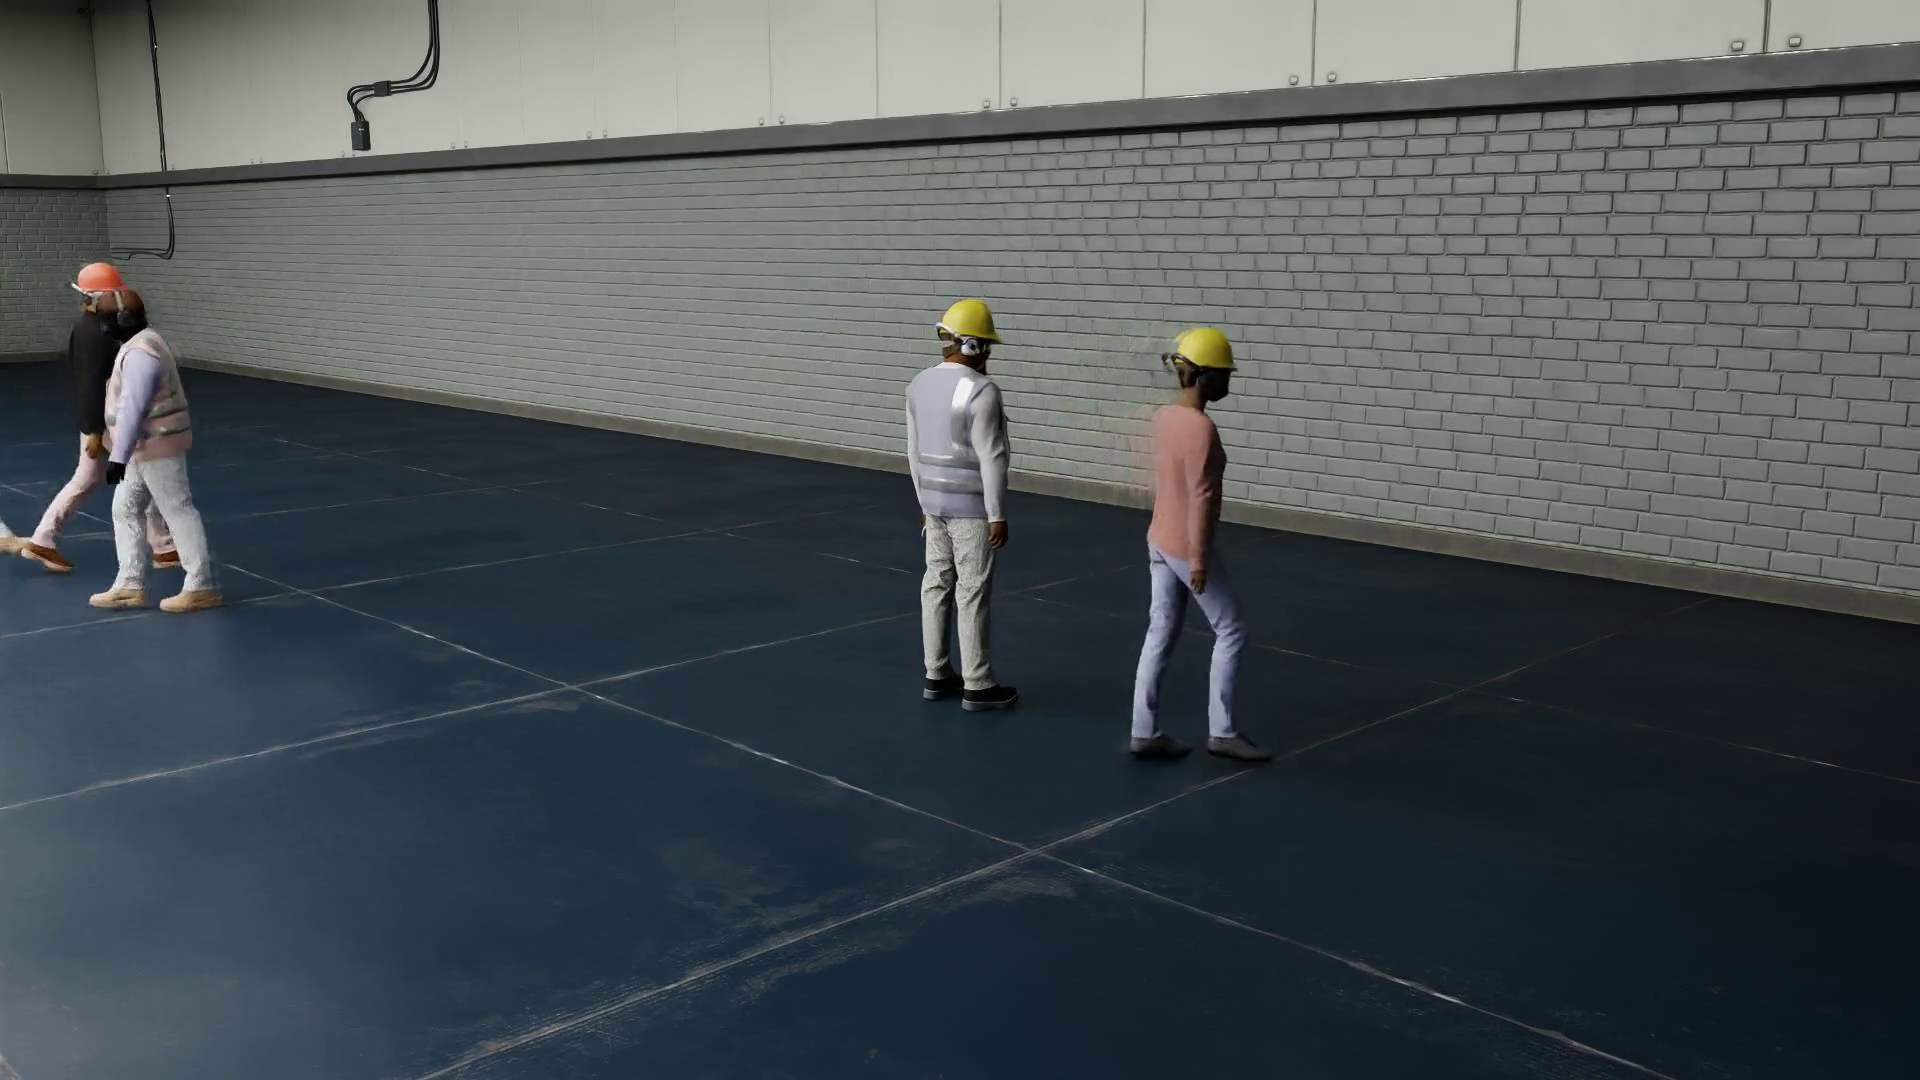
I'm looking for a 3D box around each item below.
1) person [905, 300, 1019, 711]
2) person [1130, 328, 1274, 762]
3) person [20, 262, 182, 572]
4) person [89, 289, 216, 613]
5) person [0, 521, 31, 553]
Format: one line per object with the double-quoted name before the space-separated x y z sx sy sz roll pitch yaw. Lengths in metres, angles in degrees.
"person" 0.021 -0.160 7.494 0.403 1.823 0.586 -9 13 -39
"person" 0.996 0.030 6.657 0.675 1.741 0.541 -2 11 -10
"person" -5.431 -0.764 10.463 1.015 1.952 0.610 -7 13 -34
"person" -4.608 -0.484 9.288 0.770 1.805 0.656 -5 12 -27
"person" -6.779 -0.795 11.032 0.926 1.804 0.623 -5 12 -26
